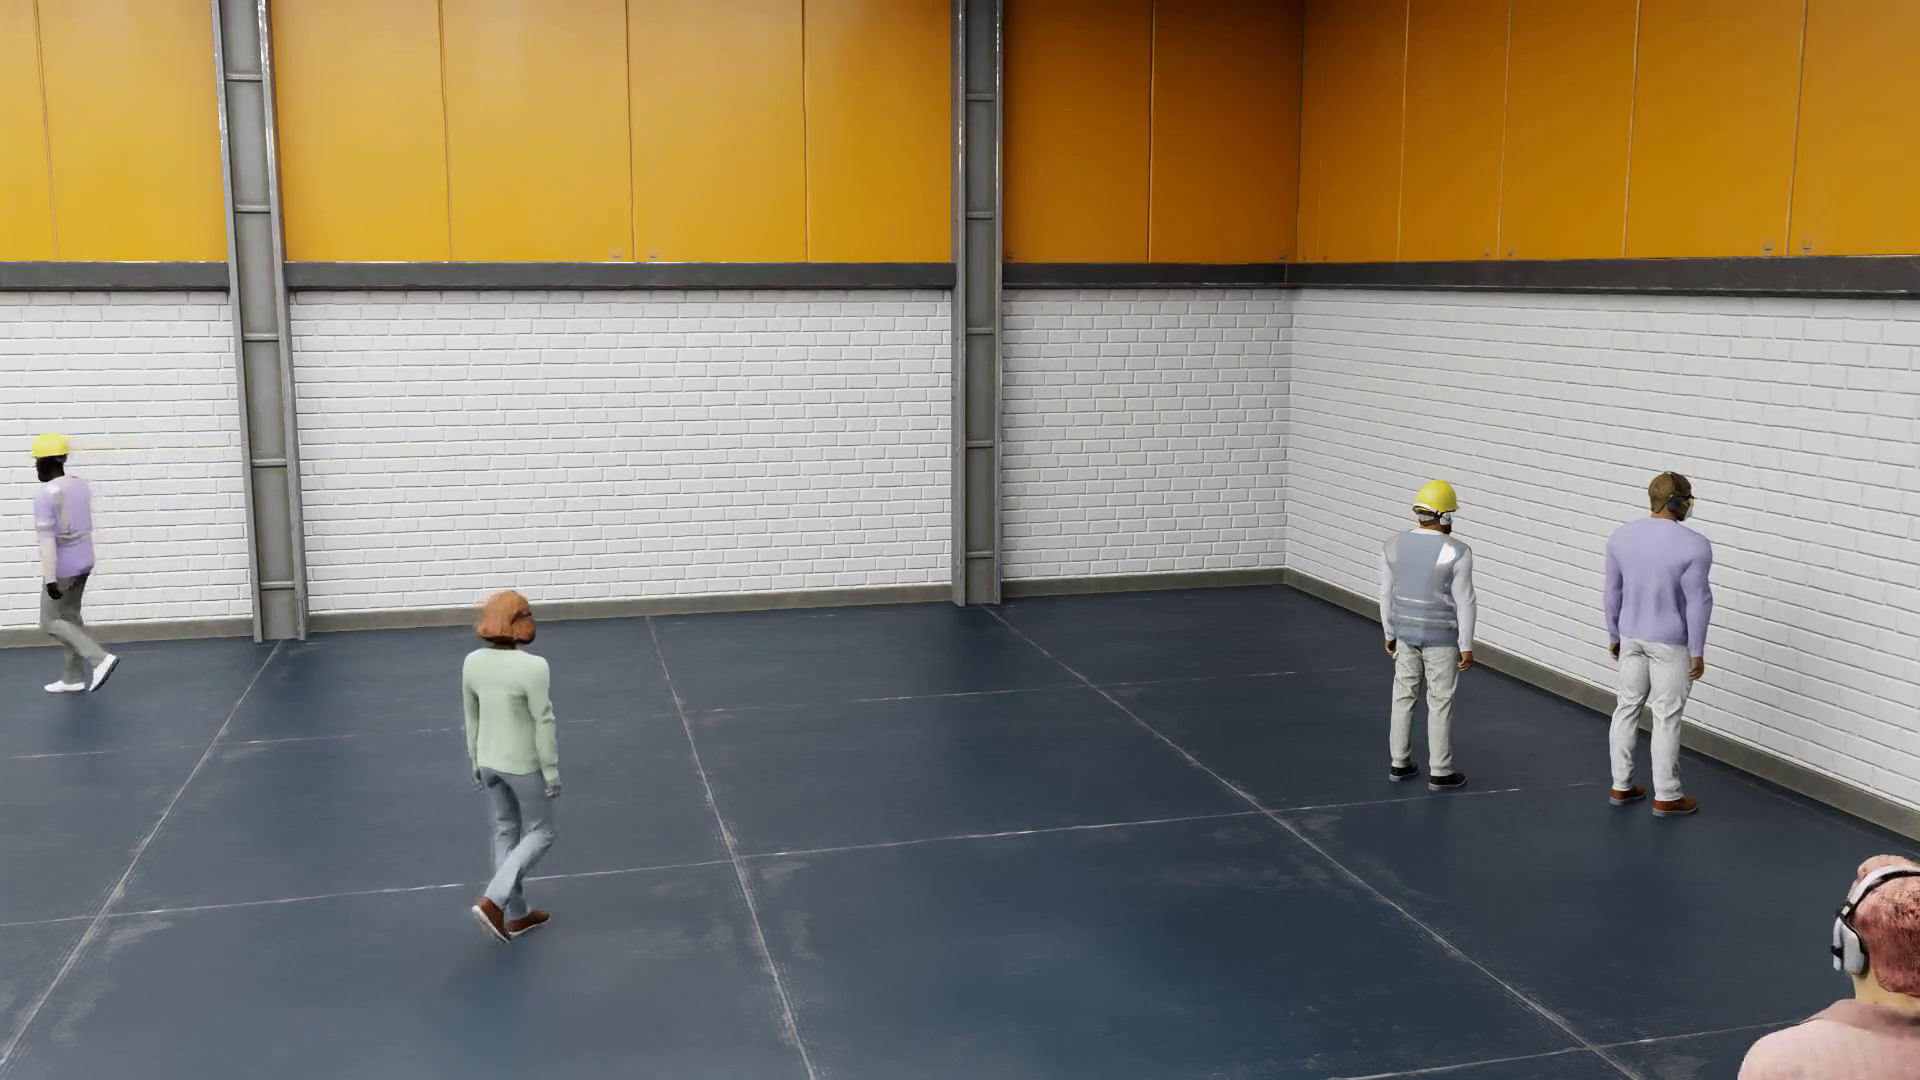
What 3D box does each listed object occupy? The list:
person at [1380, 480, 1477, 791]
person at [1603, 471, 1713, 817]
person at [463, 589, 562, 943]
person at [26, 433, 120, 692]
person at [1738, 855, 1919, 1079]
[{"bbox_3d":[2.776,0.555,9.824,0.404,1.830,0.602,-9,13,-43],"label":"person"},{"bbox_3d":[3.916,0.577,9.367,0.377,1.937,0.629,-6,11,-33],"label":"person"},{"bbox_3d":[-2.042,1.030,7.498,0.520,1.619,0.458,5,10,30],"label":"person"},{"bbox_3d":[-6.375,0.180,11.938,0.554,1.907,0.592,1,9,5],"label":"person"},{"bbox_3d":[1.834,1.565,3.314,0.662,1.894,0.515,1,9,5],"label":"person"}]
